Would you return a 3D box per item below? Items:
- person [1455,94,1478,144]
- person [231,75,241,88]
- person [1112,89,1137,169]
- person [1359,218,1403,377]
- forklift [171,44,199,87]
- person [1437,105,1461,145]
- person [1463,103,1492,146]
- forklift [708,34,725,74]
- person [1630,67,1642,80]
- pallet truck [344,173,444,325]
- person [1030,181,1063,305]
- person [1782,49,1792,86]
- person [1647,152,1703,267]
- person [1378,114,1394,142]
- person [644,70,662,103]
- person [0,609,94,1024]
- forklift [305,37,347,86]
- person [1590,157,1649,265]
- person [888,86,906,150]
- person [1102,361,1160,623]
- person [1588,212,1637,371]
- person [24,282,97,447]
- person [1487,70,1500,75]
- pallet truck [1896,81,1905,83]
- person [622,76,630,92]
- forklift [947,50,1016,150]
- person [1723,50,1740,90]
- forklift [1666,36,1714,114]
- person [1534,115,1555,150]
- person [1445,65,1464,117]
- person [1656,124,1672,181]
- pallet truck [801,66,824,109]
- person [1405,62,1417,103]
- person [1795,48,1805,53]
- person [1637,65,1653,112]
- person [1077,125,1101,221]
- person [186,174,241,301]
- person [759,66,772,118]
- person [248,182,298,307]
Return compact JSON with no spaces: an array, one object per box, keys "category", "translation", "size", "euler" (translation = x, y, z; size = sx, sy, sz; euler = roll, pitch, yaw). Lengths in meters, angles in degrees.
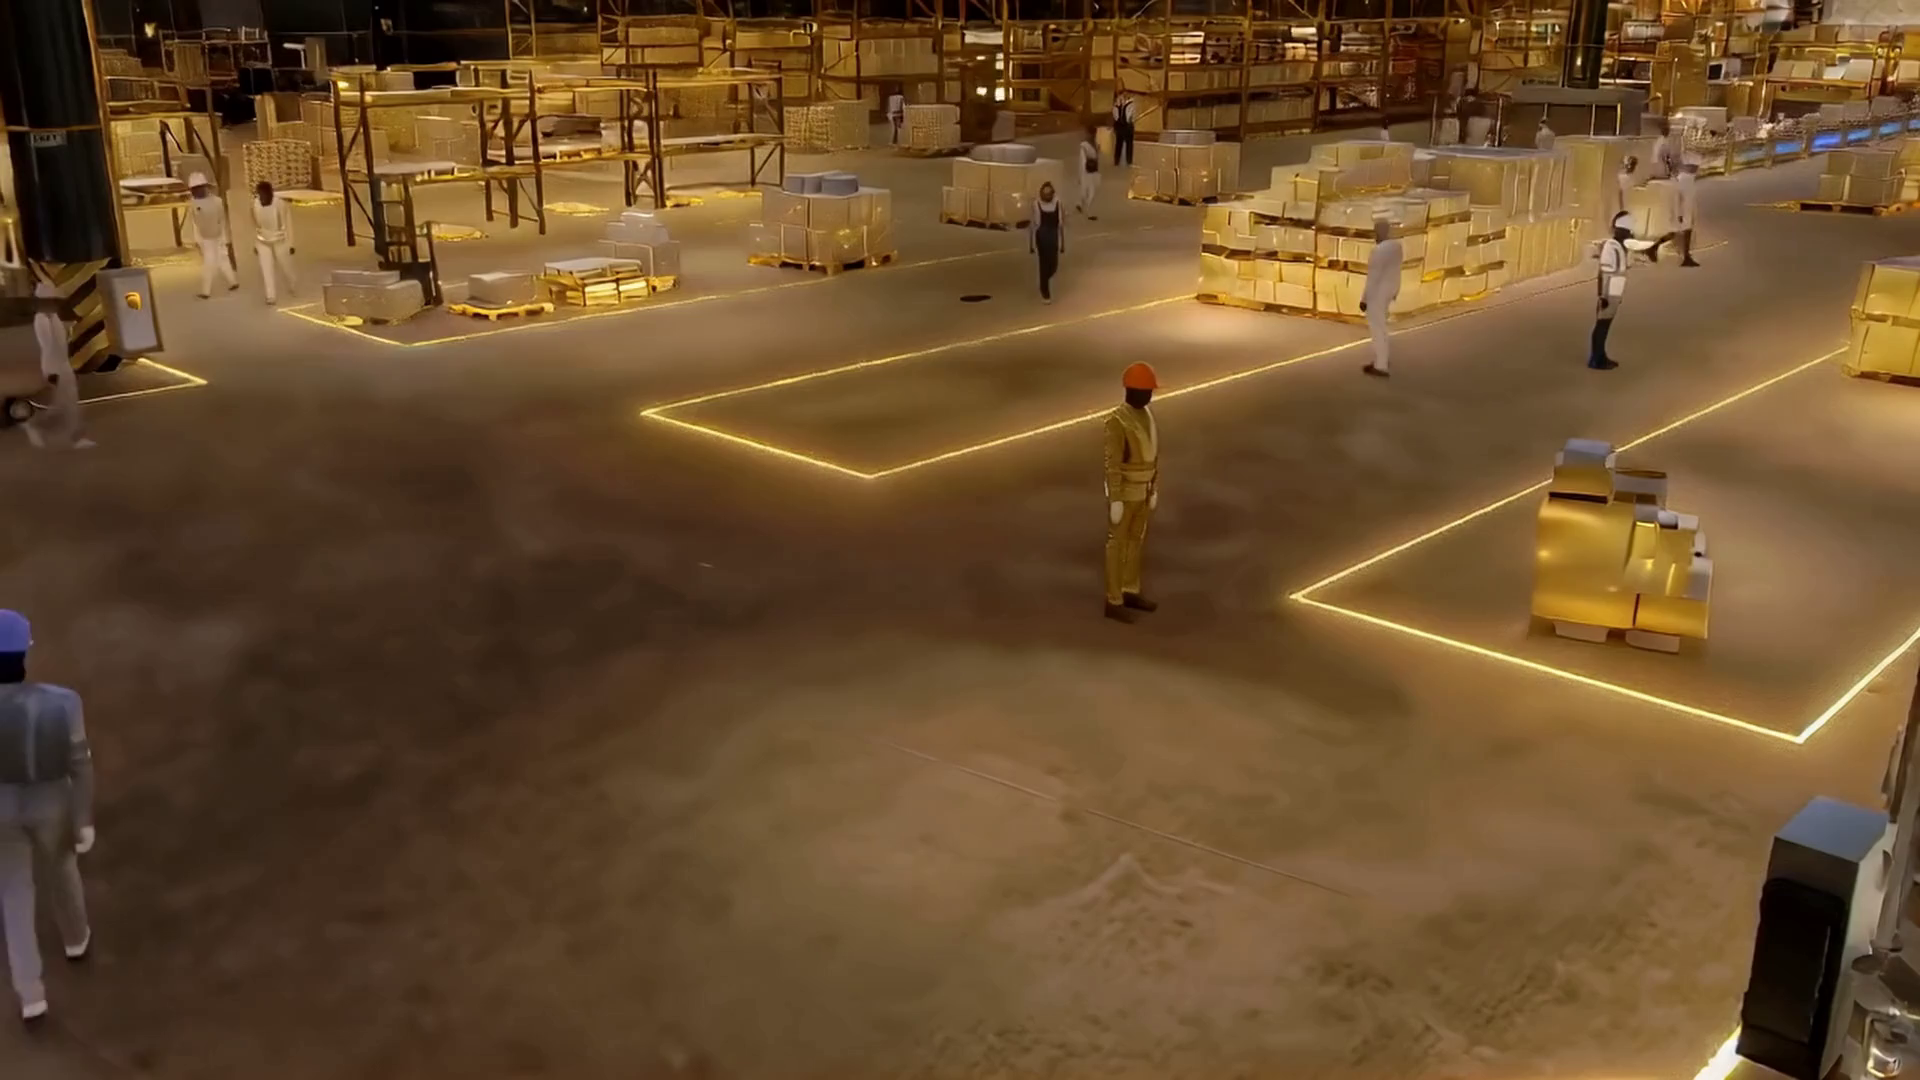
[{"category":"person","translation":[12.972,-10.445,42.723],"size":[0.617,1.951,1.017],"euler":[-5,19,-14]},{"category":"person","translation":[-22.524,-13.595,52.214],"size":[0.637,1.936,0.355],"euler":[-14,23,-35]},{"category":"person","translation":[4.339,-10.754,43.495],"size":[0.683,2.000,0.537],"euler":[10,21,28]},{"category":"person","translation":[5.049,-2.931,20.113],"size":[0.513,1.917,0.661],"euler":[16,24,39]},{"category":"forklift","translation":[-24.593,-14.348,53.009],"size":[1.129,2.768,1.873],"euler":[17,25,41]},{"category":"person","translation":[12.291,-10.044,41.805],"size":[0.549,1.744,0.508],"euler":[1,18,2]},{"category":"person","translation":[12.310,-9.408,39.613],"size":[0.652,1.934,0.470],"euler":[-3,19,-10]},{"category":"forklift","translation":[-9.459,-18.492,65.495],"size":[1.129,2.768,1.873],"euler":[17,25,41]},{"category":"person","translation":[25.801,-17.208,63.523],"size":[0.539,1.672,0.738],"euler":[11,22,31]},{"category":"pallet truck","translation":[-8.209,-4.181,23.757],"size":[0.823,1.965,1.885],"euler":[3,19,9]},{"category":"person","translation":[1.277,-4.451,24.838],"size":[0.527,1.826,0.585],"euler":[-6,19,-16]},{"category":"person","translation":[40.128,-22.885,80.539],"size":[0.331,1.733,0.565],"euler":[-1,18,-2]},{"category":"person","translation":[12.206,-5.611,28.202],"size":[0.808,1.919,0.553],"euler":[17,25,42]},{"category":"person","translation":[9.601,-8.722,37.732],"size":[0.993,1.823,0.518],"euler":[10,21,27]},{"category":"person","translation":[-10.403,-14.999,56.496],"size":[0.597,1.910,0.383],"euler":[-1,18,-4]},{"category":"person","translation":[-4.273,1.232,7.617],"size":[0.585,1.891,0.955],"euler":[-9,20,-25]},{"category":"forklift","translation":[-23.463,-16.984,60.951],"size":[1.129,2.768,1.873],"euler":[17,25,41]},{"category":"person","translation":[11.304,-5.622,28.393],"size":[0.996,1.816,0.541],"euler":[16,24,40]},{"category":"person","translation":[-1.851,-12.209,48.197],"size":[0.587,1.852,0.906],"euler":[11,21,31]},{"category":"person","translation":[1.275,-0.370,12.351],"size":[0.388,1.949,0.602],"euler":[12,22,32]},{"category":"person","translation":[8.067,-3.071,20.507],"size":[0.374,1.935,0.552],"euler":[13,23,35]},{"category":"person","translation":[-9.214,-1.754,16.860],"size":[0.528,1.727,0.499],"euler":[-3,19,-8]},{"category":"person","translation":[22.933,-19.860,71.488],"size":[0.547,1.682,0.359],"euler":[7,20,20]},{"category":"pallet truck","translation":[34.802,-16.331,61.455],"size":[0.653,1.274,1.630],"euler":[17,25,41]},{"category":"person","translation":[-11.883,-15.546,58.607],"size":[0.525,1.602,0.813],"euler":[0,18,-1]},{"category":"forklift","translation":[0.652,-12.753,48.206],"size":[1.129,2.768,1.873],"euler":[17,25,41]},{"category":"person","translation":[34.207,-20.720,73.753],"size":[0.549,1.895,0.949],"euler":[16,24,40]},{"category":"forklift","translation":[27.341,-17.291,61.877],"size":[1.129,2.768,1.873],"euler":[17,25,41]},{"category":"person","translation":[13.464,-8.891,38.331],"size":[0.529,1.749,0.561],"euler":[-4,19,-12]},{"category":"person","translation":[17.918,-16.263,60.320],"size":[0.686,1.890,0.485],"euler":[-14,23,-36]},{"category":"person","translation":[15.568,-8.370,36.875],"size":[0.563,1.674,0.541],"euler":[6,19,17]},{"category":"pallet truck","translation":[-4.812,-15.182,56.903],"size":[0.823,1.965,1.885],"euler":[-9,21,-26]},{"category":"person","translation":[18.572,-18.841,68.500],"size":[0.512,1.618,0.339],"euler":[13,23,35]},{"category":"person","translation":[41.963,-23.876,83.196],"size":[0.638,1.945,1.032],"euler":[1,18,3]},{"category":"person","translation":[25.387,-16.634,61.585],"size":[0.597,1.808,0.737],"euler":[15,23,38]},{"category":"person","translation":[2.608,-7.453,33.763],"size":[0.527,1.902,0.623],"euler":[16,24,40]},{"category":"person","translation":[-11.429,-4.651,25.402],"size":[0.581,1.869,1.042],"euler":[6,19,18]},{"category":"person","translation":[-7.085,-16.332,60.615],"size":[0.429,1.838,0.634],"euler":[2,18,7]},{"category":"person","translation":[-10.236,-4.435,24.829],"size":[0.633,1.815,0.887],"euler":[-3,19,-8]}]
